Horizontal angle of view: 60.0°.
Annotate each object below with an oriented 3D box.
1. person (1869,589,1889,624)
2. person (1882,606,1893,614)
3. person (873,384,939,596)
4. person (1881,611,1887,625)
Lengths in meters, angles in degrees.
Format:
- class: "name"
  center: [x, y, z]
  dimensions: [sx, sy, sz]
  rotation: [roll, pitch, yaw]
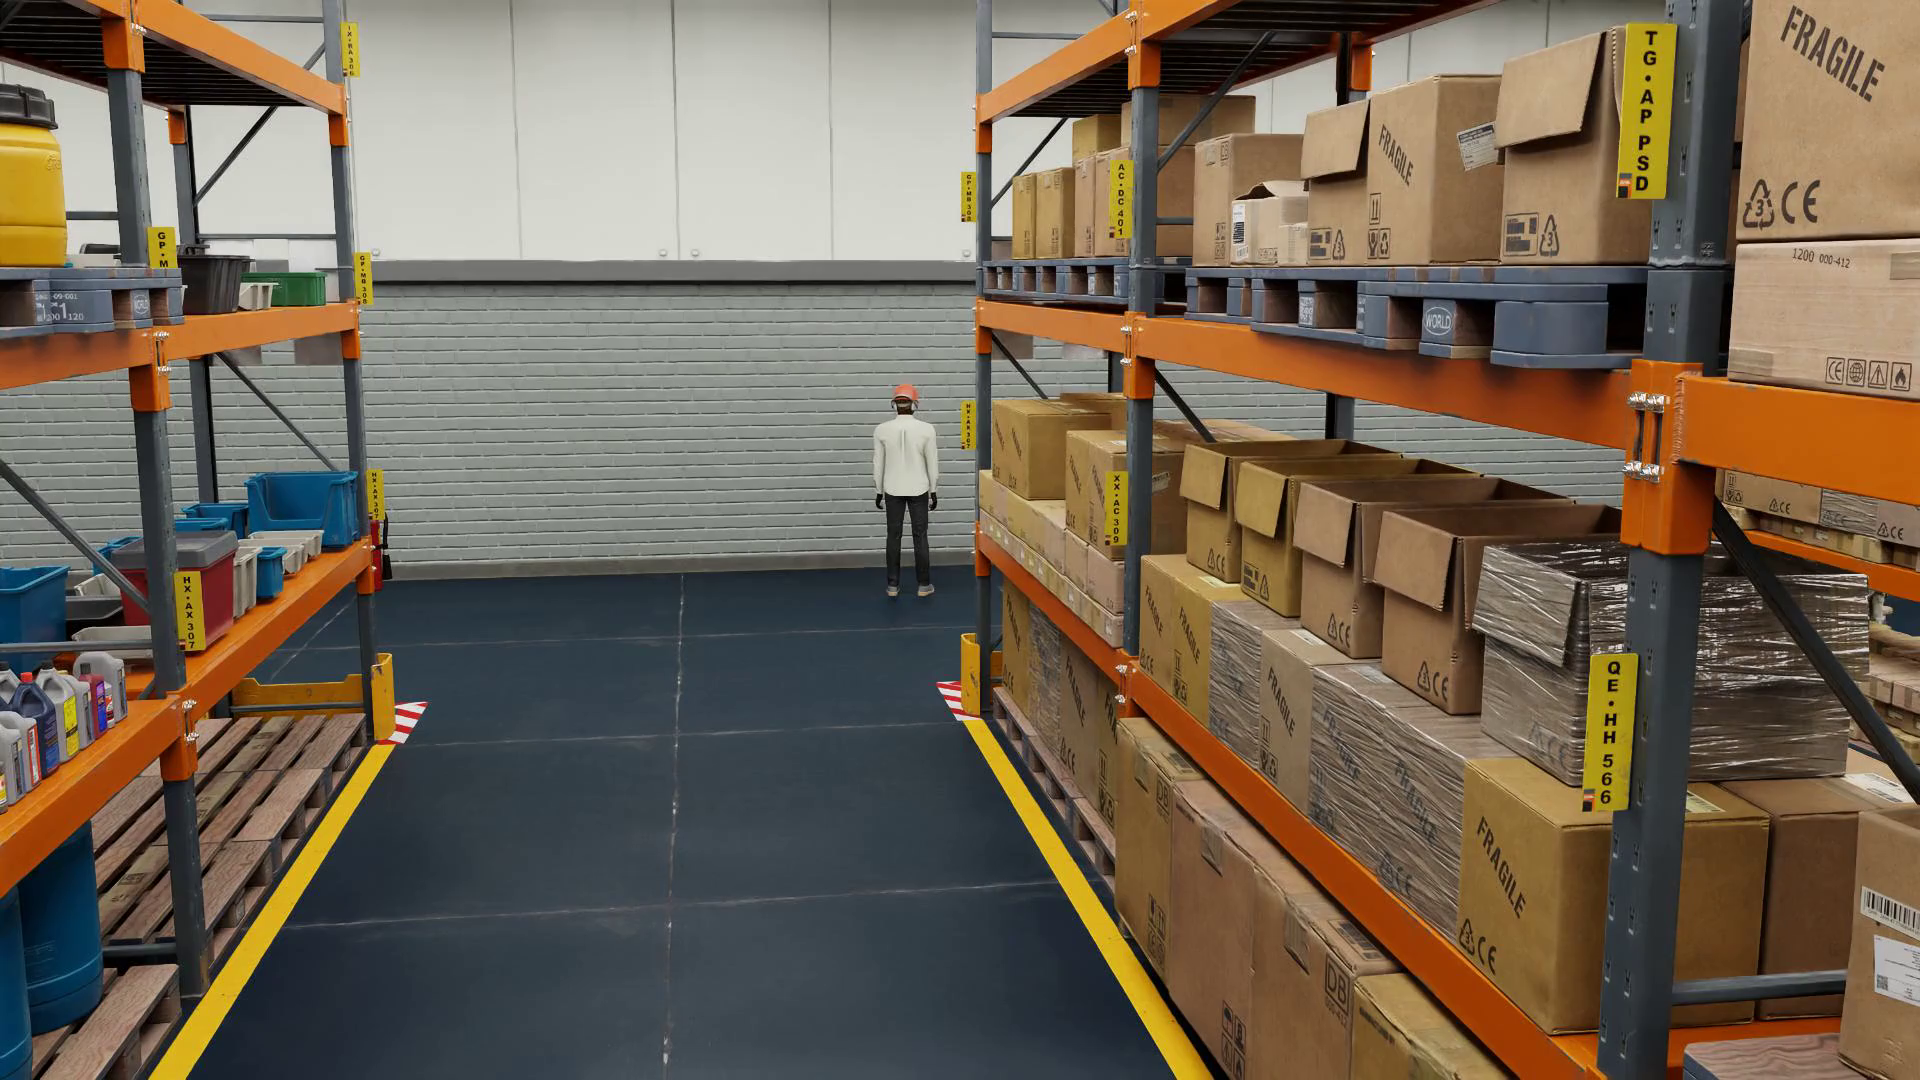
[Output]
- class: "person"
  center: [6.105, 0.294, 11.255]
  dimensions: [0.510, 1.860, 0.334]
  rotation: [-5, 10, -27]
- class: "person"
  center: [8.136, -0.274, 14.799]
  dimensions: [0.429, 1.844, 0.626]
  rotation: [2, 9, 14]
- class: "person"
  center: [-0.499, -0.462, 15.515]
  dimensions: [0.610, 1.986, 0.392]
  rotation: [1, 9, 5]
- class: "person"
  center: [7.384, -0.017, 13.402]
  dimensions: [0.670, 1.776, 0.928]
  rotation: [-2, 10, -14]
